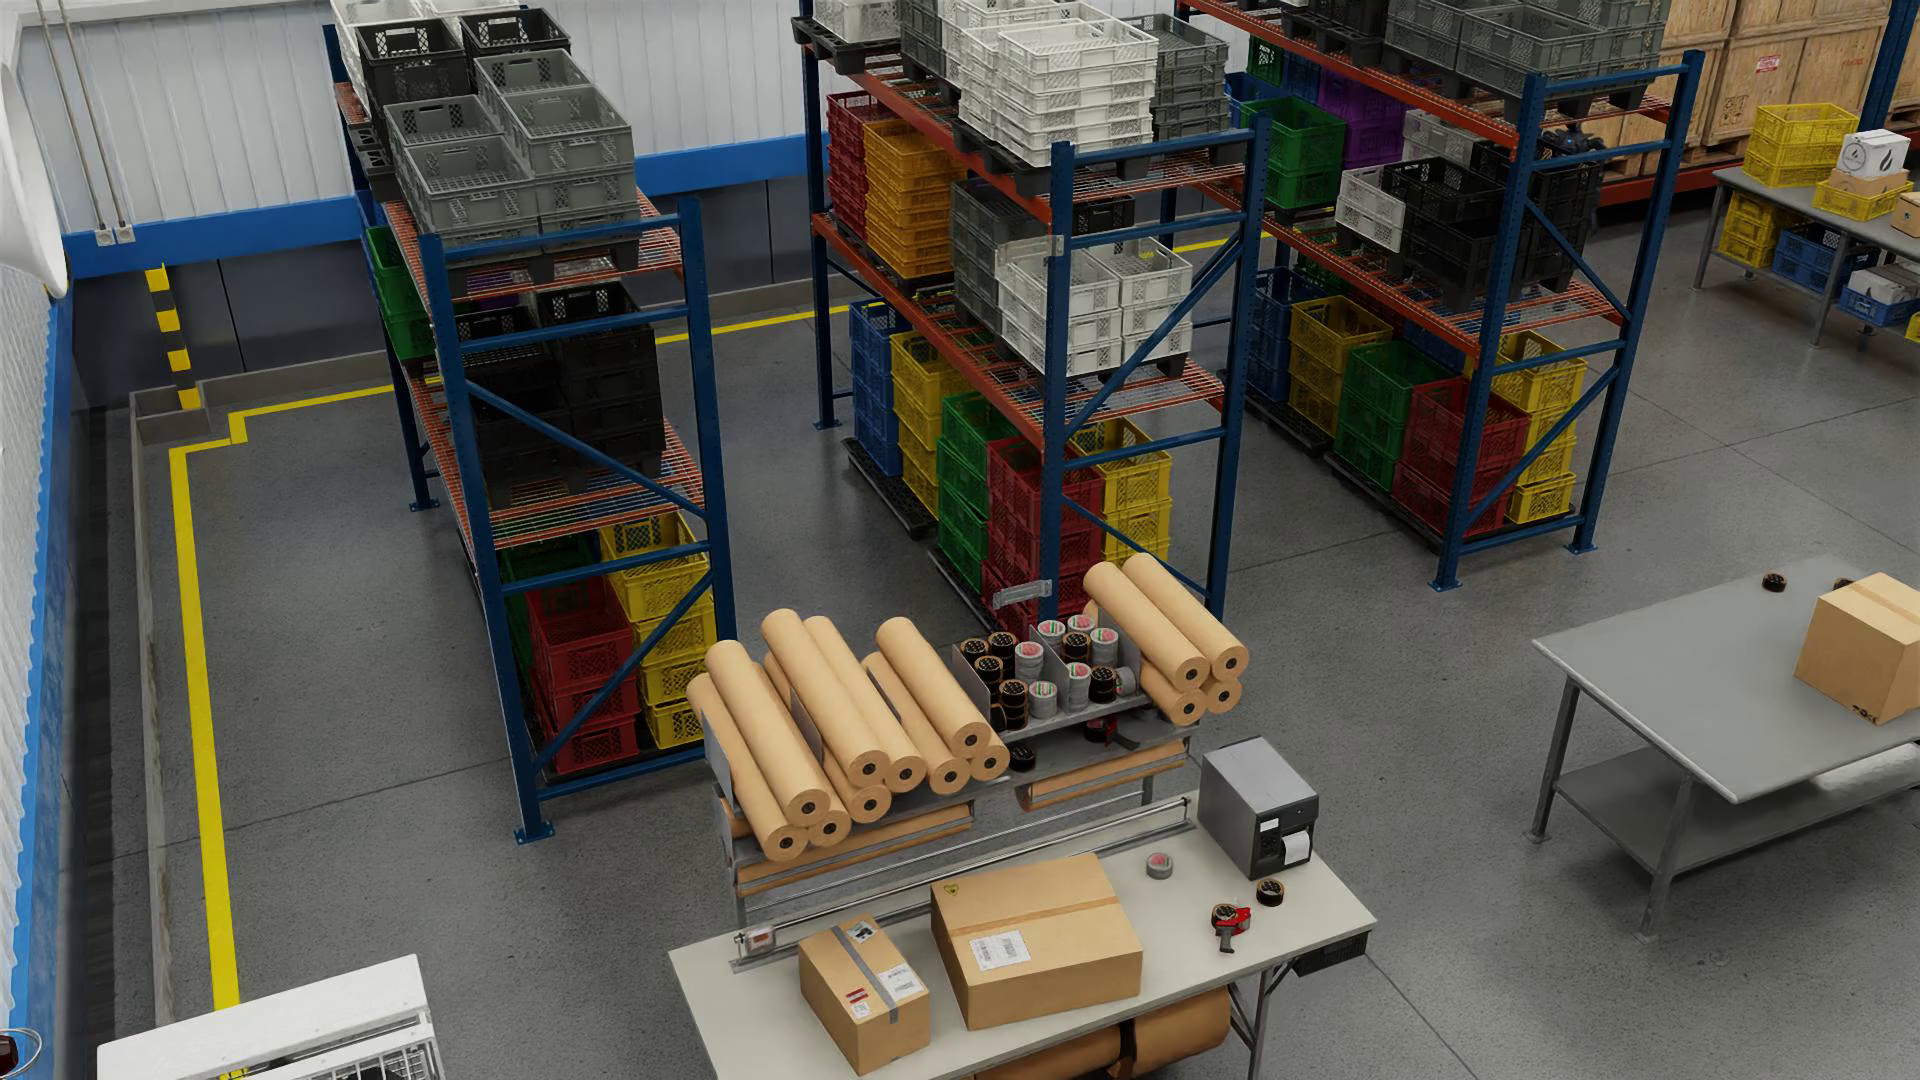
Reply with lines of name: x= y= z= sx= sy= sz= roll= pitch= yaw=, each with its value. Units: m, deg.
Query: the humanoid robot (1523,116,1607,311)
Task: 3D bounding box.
humanoid robot: x=4.651 y=-2.589 z=12.829 sx=0.594 sy=1.647 sz=0.330 roll=19 pitch=36 yaw=27
